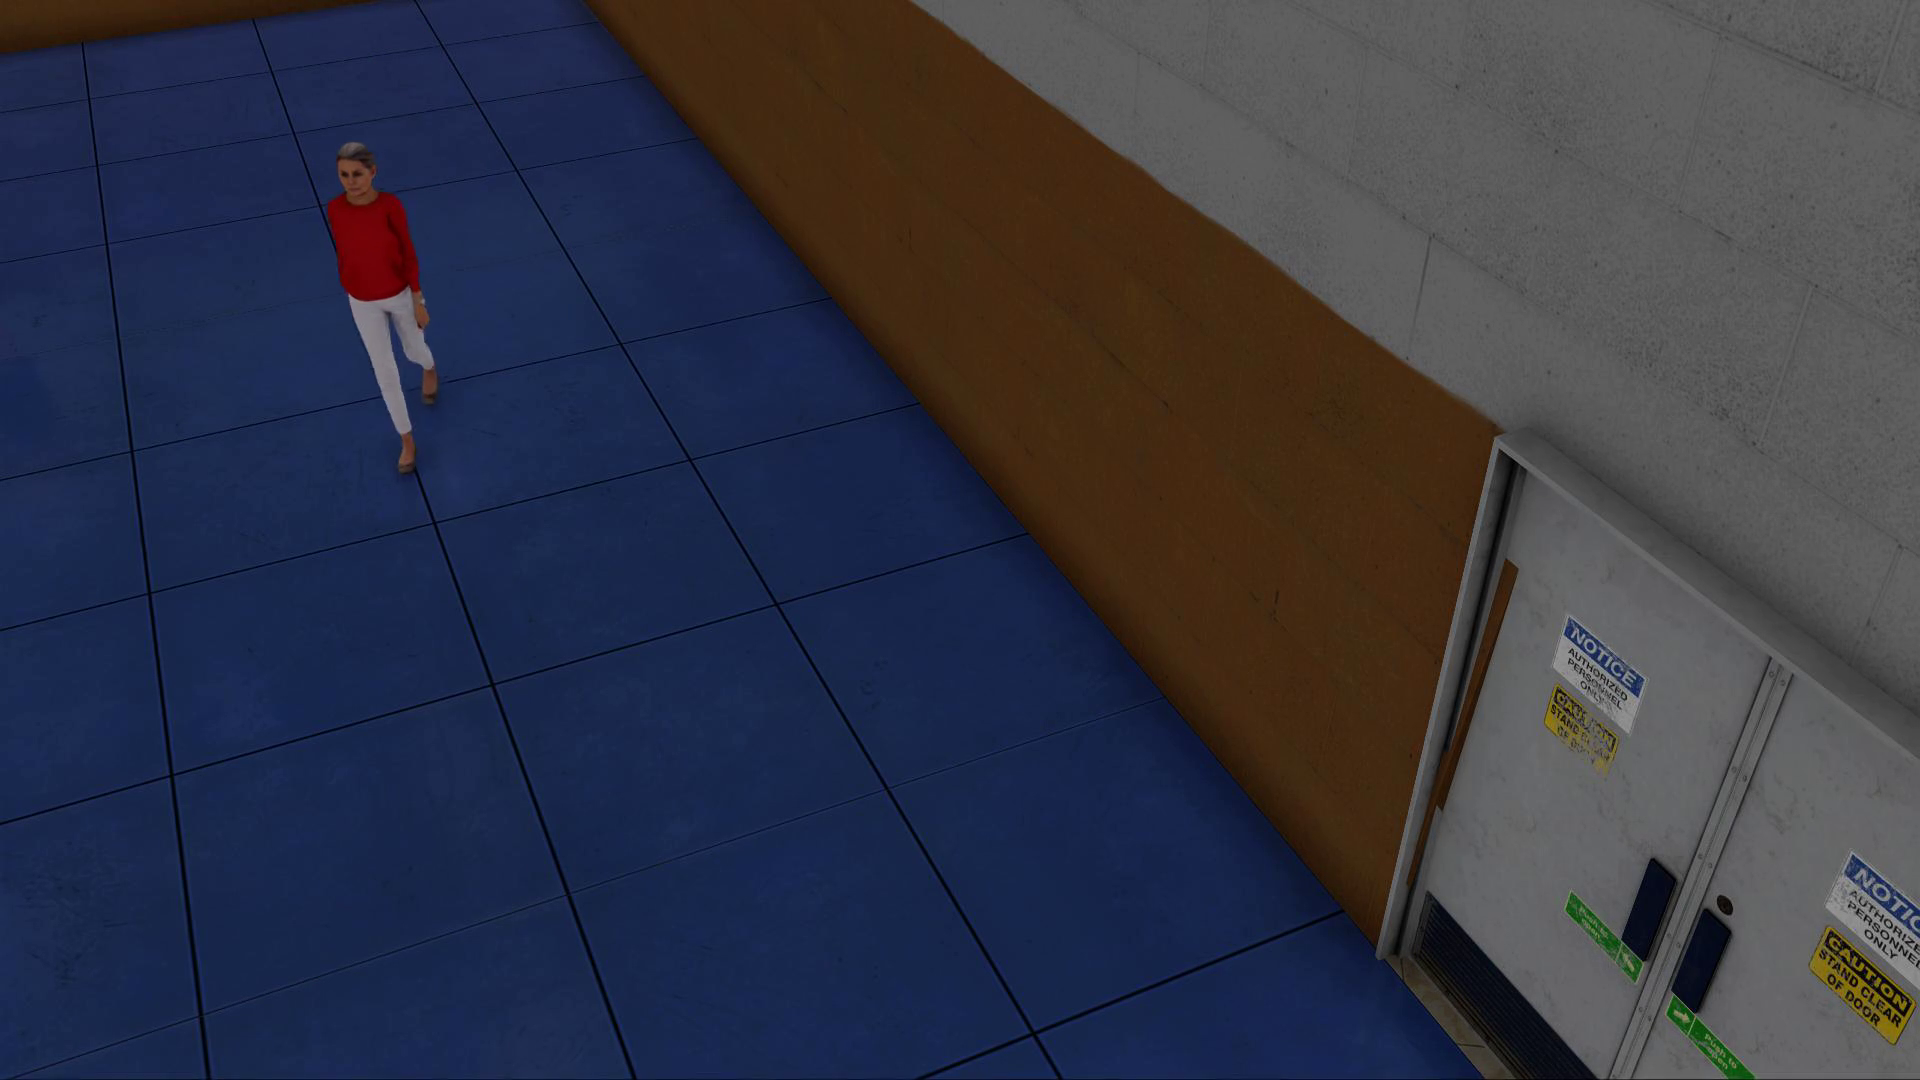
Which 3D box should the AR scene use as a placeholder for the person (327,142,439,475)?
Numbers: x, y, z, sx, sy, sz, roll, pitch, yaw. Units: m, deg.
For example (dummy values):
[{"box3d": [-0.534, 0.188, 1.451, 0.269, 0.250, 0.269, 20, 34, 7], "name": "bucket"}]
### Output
[{"box3d": [-2.905, -1.243, 8.490, 1.095, 1.664, 0.853, -4, 37, -6], "name": "person"}]
